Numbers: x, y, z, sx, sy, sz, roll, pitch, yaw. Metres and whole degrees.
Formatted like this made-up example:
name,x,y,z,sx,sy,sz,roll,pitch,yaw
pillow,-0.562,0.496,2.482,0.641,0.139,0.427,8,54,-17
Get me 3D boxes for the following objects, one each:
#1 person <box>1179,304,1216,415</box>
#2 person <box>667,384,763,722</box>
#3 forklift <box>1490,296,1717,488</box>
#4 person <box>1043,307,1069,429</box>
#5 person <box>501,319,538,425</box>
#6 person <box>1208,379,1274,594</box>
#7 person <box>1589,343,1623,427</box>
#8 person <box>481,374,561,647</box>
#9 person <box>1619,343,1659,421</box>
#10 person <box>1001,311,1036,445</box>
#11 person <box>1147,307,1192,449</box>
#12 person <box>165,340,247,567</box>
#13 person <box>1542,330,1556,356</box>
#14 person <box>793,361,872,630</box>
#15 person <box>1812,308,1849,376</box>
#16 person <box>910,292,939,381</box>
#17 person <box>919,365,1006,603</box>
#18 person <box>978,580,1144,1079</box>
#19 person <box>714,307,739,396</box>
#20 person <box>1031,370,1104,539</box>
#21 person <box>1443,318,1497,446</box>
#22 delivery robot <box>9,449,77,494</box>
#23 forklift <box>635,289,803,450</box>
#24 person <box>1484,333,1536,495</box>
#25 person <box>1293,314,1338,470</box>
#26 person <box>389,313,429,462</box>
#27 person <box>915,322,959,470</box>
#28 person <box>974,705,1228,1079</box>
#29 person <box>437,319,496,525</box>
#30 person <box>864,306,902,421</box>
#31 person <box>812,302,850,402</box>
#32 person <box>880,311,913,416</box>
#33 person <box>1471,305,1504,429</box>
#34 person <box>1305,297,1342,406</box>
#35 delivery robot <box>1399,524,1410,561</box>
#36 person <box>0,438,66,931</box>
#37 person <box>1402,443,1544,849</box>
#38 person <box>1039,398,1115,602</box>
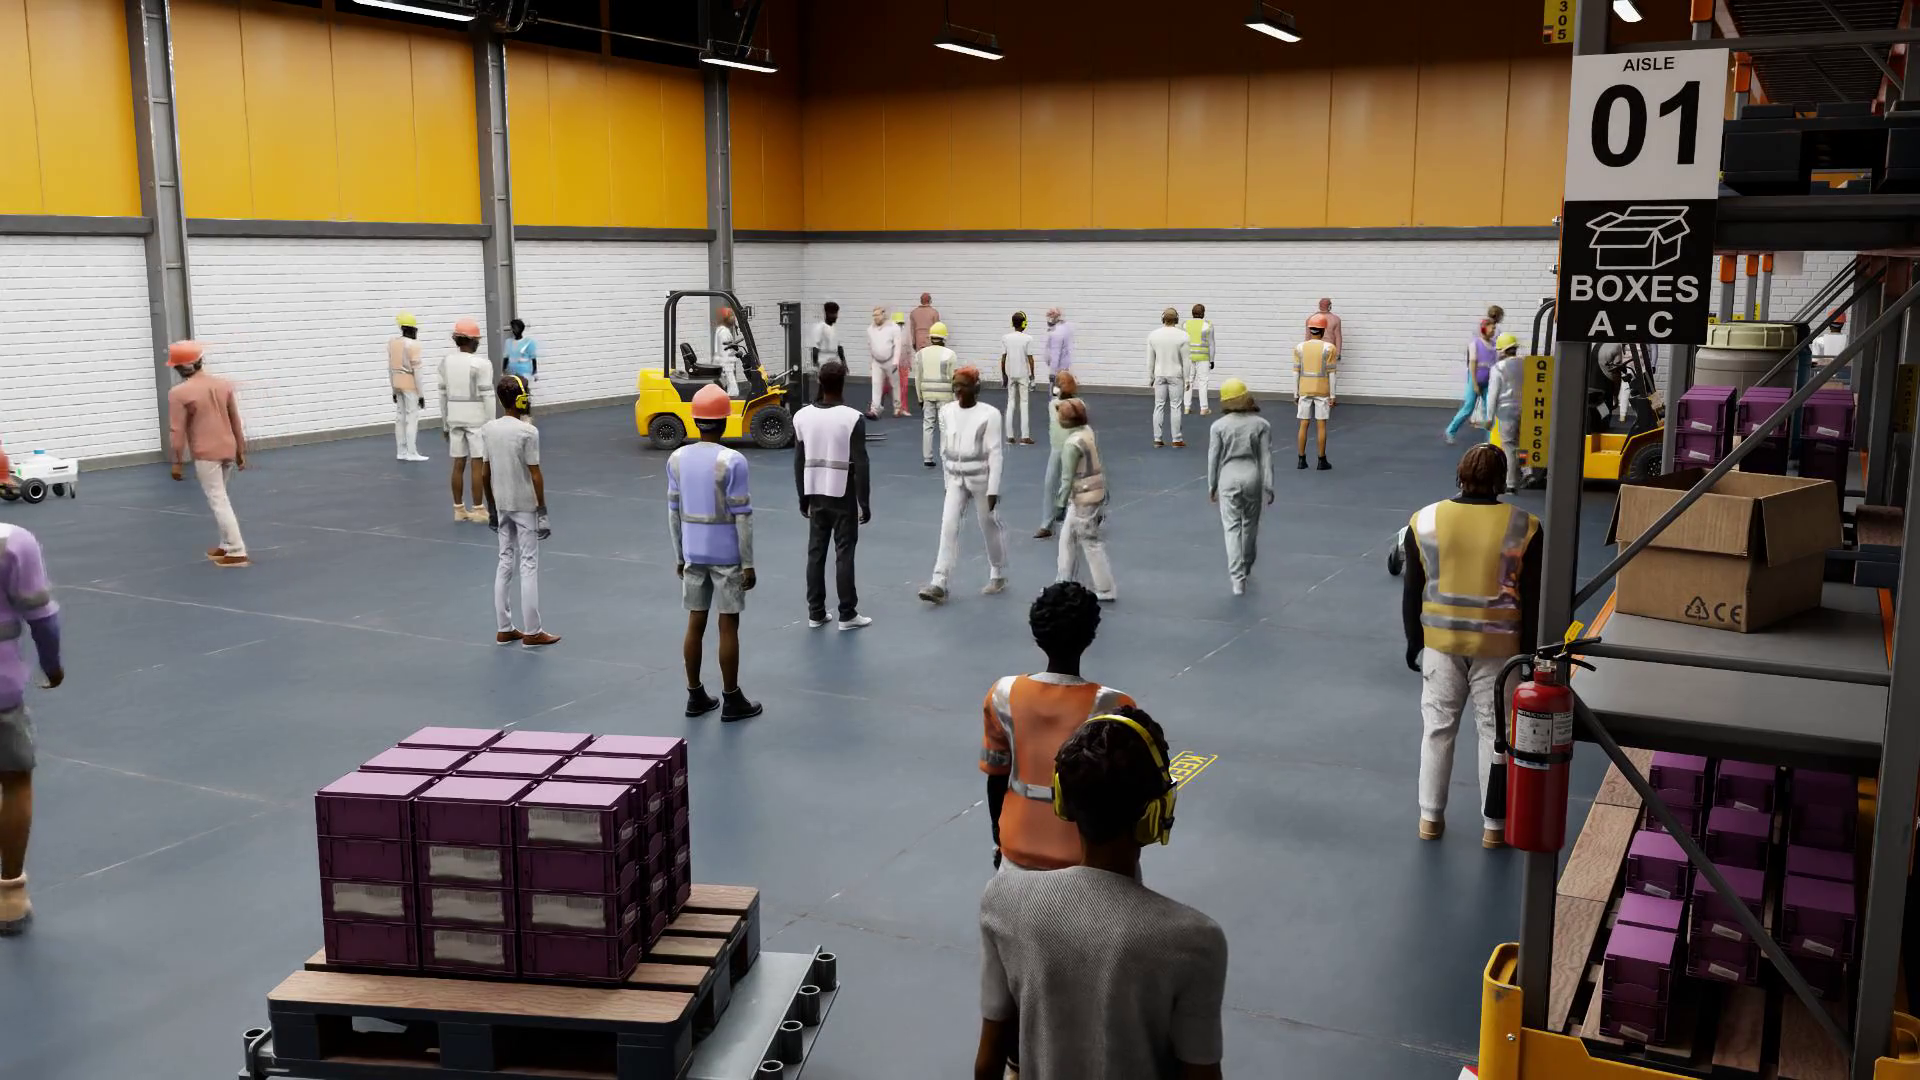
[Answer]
name,x,y,z,sx,sy,sz,roll,pitch,yaw
person,3.961,-3.008,27.723,0.633,1.843,0.429,5,11,27
person,-1.407,0.077,9.567,0.552,1.942,0.342,5,11,27
forklift,7.296,-1.677,18.993,2.313,2.155,1.214,5,11,27
person,1.506,-2.635,25.494,0.471,1.870,0.776,2,10,9
person,-6.827,-2.550,25.547,0.551,1.662,0.802,4,11,22
person,2.245,-0.446,13.346,0.519,1.673,0.909,1,10,4
person,7.637,-1.791,20.100,0.689,2.000,0.539,5,11,27
person,-3.017,-0.193,11.375,0.533,1.861,0.320,5,11,27
person,10.797,-2.805,26.538,0.633,1.846,0.429,5,11,27
person,0.830,-2.273,23.386,0.532,1.870,0.318,5,11,27
person,2.887,-2.226,22.912,0.636,1.939,0.364,5,11,27
person,-6.422,-0.727,14.191,0.624,1.951,0.647,3,10,18
person,8.512,-2.316,23.464,0.594,1.926,0.366,5,11,27
person,-0.909,-0.312,11.884,0.597,1.921,0.383,5,11,27
person,11.775,-2.149,22.454,0.552,1.942,0.342,5,11,27
person,-0.652,-3.893,32.638,0.651,1.913,0.410,5,11,27
person,0.071,-0.433,12.869,0.597,1.827,1.004,6,11,30
person,0.323,0.963,5.143,0.540,1.700,0.316,5,11,27
person,-3.580,-2.597,25.276,0.486,1.869,0.572,-3,10,-15
person,1.049,-0.825,15.791,0.834,1.597,0.498,-9,13,-42
person,7.141,-2.166,22.959,0.581,1.810,0.920,-6,12,-33
delivery robot,-10.016,-0.754,18.121,0.477,0.478,0.707,5,11,28
forklift,-3.358,-2.392,23.136,2.313,2.155,1.214,-1,10,-5
person,6.108,-1.395,18.491,0.601,1.805,0.484,-5,11,-28
person,4.411,-1.834,20.648,0.552,1.937,0.356,5,11,27
person,-7.152,-1.973,21.551,0.633,1.912,0.441,7,12,35
person,-0.255,-1.777,20.647,0.604,1.828,0.404,5,11,27
person,0.278,1.230,3.135,0.533,1.861,0.320,5,11,27
person,-4.869,-1.170,16.556,0.640,2.029,0.461,3,10,18
person,-1.229,-2.850,26.827,0.641,1.834,1.048,3,10,18
person,-1.998,-2.736,25.867,0.750,1.926,0.641,3,10,19
person,-1.082,-2.930,27.578,0.556,1.737,0.671,-6,11,-31
person,8.053,-2.650,25.526,0.373,1.898,0.693,-3,10,-17
person,6.391,-3.296,29.199,0.651,1.907,0.409,5,11,27
delivery robot,3.928,-0.034,13.955,0.477,0.478,0.707,5,11,28
person,-3.854,0.568,6.572,0.633,2.001,0.522,0,10,1
person,2.330,0.478,7.542,0.633,1.843,0.429,5,11,27
person,0.881,-0.302,12.745,0.673,1.590,0.576,2,10,12
